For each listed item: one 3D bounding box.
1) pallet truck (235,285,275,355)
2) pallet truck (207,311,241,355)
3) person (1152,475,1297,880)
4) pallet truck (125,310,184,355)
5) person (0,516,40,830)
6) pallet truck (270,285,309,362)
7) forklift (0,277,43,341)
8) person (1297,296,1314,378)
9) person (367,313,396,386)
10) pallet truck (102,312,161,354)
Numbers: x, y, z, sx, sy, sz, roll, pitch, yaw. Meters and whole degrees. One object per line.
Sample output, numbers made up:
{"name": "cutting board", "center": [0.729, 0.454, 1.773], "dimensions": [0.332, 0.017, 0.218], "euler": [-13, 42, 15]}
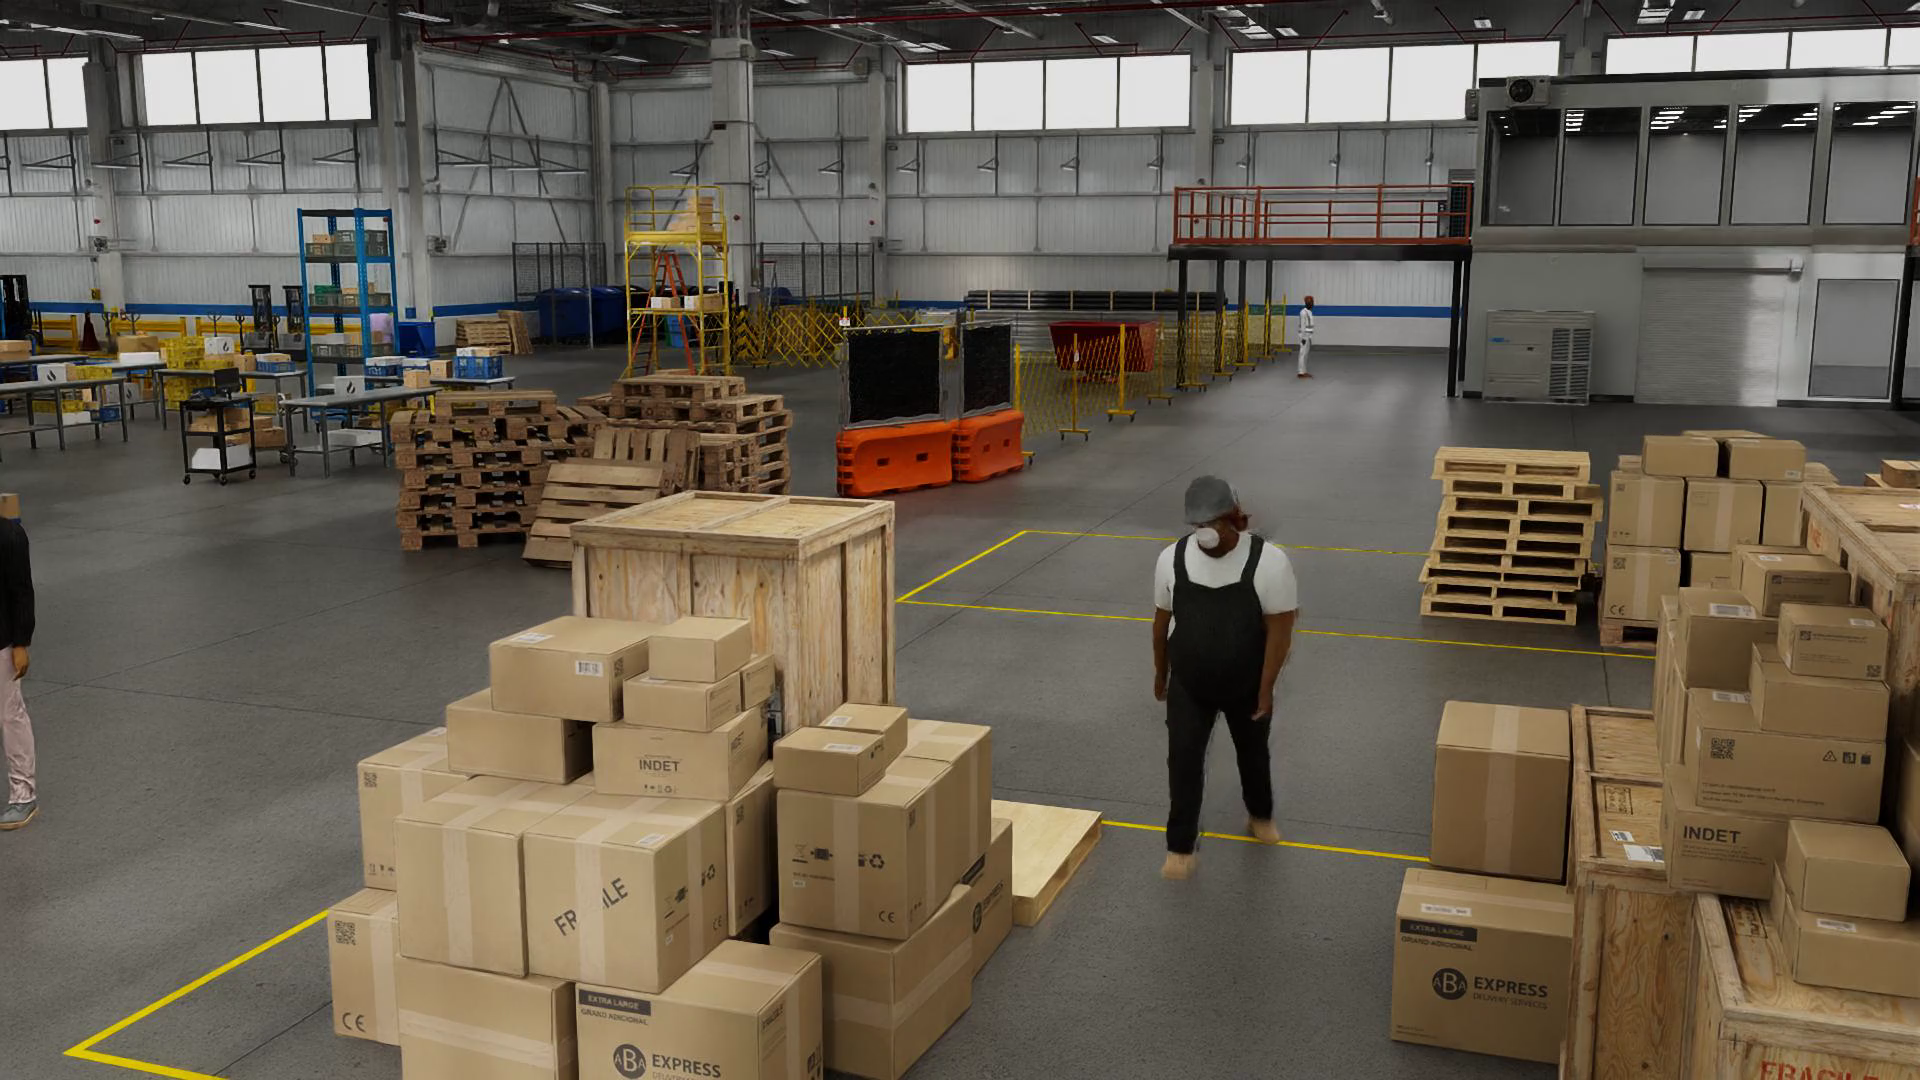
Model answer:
{"name": "pallet truck", "center": [-18.327, -5.835, 44.421], "dimensions": [0.823, 1.965, 1.885], "euler": [4, 11, 23]}
{"name": "pallet truck", "center": [-19.537, -5.575, 44.913], "dimensions": [0.653, 1.274, 1.630], "euler": [3, 11, 19]}
{"name": "person", "center": [1.301, 0.575, 8.199], "dimensions": [0.712, 2.000, 0.955], "euler": [3, 10, 16]}
{"name": "pallet truck", "center": [-22.038, -5.665, 45.457], "dimensions": [0.704, 1.261, 1.522], "euler": [3, 11, 17]}
{"name": "person", "center": [-5.112, 0.519, 8.643], "dimensions": [0.612, 1.997, 0.376], "euler": [1, 10, 4]}
{"name": "pallet truck", "center": [-17.147, -5.700, 43.663], "dimensions": [0.823, 1.965, 1.885], "euler": [3, 11, 17]}
{"name": "forklift", "center": [-27.151, -6.329, 46.328], "dimensions": [1.157, 1.987, 2.680], "euler": [3, 11, 17]}
{"name": "person", "center": [7.901, -4.632, 37.966], "dimensions": [0.337, 1.882, 0.584], "euler": [5, 11, 24]}
{"name": "person", "center": [-11.938, -4.015, 34.209], "dimensions": [0.632, 2.006, 0.963], "euler": [-1, 10, -3]}
{"name": "pallet truck", "center": [-23.057, -5.777, 46.261], "dimensions": [0.680, 1.201, 1.601], "euler": [3, 11, 19]}
